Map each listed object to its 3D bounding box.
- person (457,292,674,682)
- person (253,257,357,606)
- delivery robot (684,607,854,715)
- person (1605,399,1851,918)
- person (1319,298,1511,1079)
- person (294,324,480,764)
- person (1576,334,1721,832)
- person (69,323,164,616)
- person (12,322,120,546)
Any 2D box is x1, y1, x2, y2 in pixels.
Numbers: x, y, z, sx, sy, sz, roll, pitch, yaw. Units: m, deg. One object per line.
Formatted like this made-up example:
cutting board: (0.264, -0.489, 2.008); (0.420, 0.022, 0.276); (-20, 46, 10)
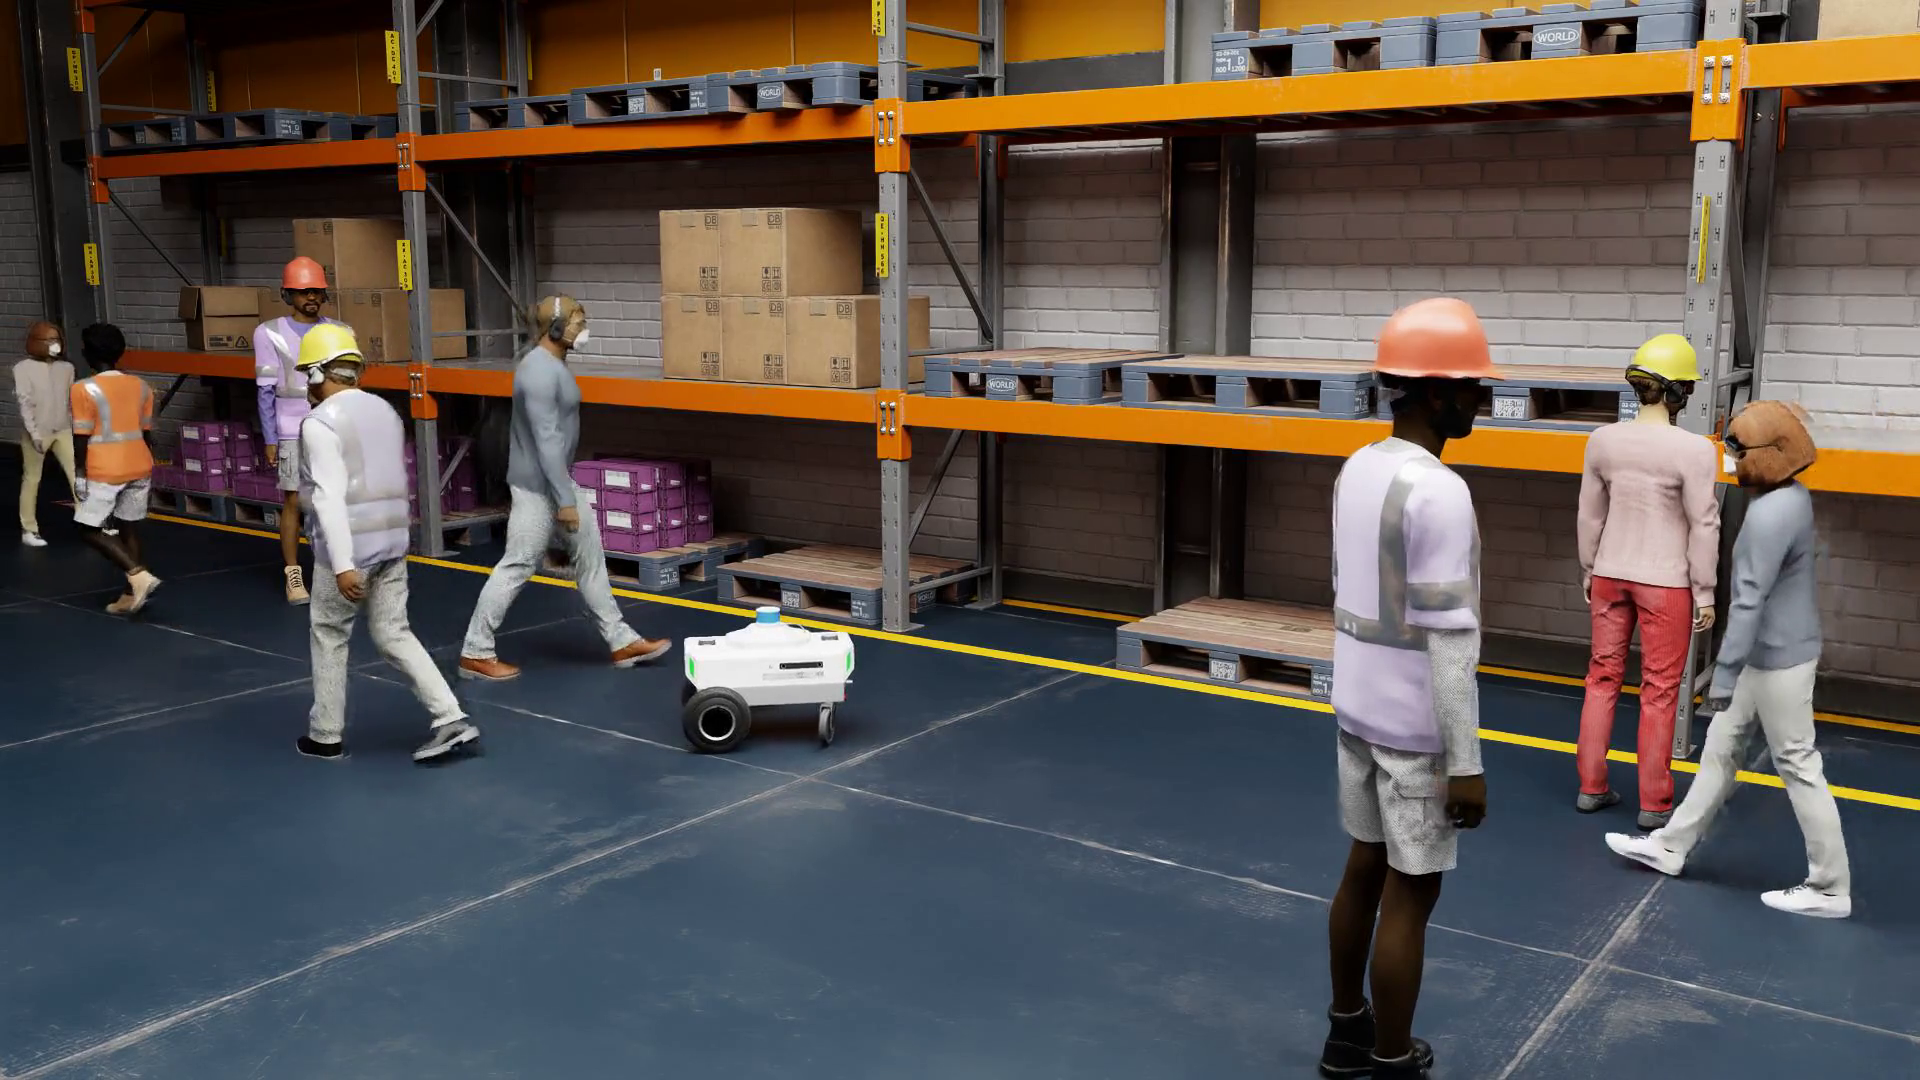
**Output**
person: (-1.968, -0.248, 8.046); (1.049, 1.878, 0.635); (-1, 10, -6)
person: (-3.832, -0.643, 9.862); (0.604, 2.044, 0.375); (-9, 13, -43)
delivery robot: (-0.807, 0.526, 7.045); (0.707, 0.478, 0.477); (-2, 10, -10)
person: (2.414, 0.363, 5.164); (0.818, 1.591, 0.520); (6, 11, 32)
person: (1.068, 0.412, 3.902); (0.369, 1.935, 0.556); (-2, 10, -10)
person: (-2.345, 0.029, 6.662); (0.767, 1.783, 0.601); (3, 10, 20)
person: (2.459, 0.153, 5.946); (0.311, 1.768, 0.533); (-6, 11, -33)
person: (-4.694, -0.371, 9.323); (0.472, 1.687, 0.546); (3, 10, 18)
person: (-6.358, -0.725, 11.696); (0.847, 1.593, 0.506); (5, 11, 26)
